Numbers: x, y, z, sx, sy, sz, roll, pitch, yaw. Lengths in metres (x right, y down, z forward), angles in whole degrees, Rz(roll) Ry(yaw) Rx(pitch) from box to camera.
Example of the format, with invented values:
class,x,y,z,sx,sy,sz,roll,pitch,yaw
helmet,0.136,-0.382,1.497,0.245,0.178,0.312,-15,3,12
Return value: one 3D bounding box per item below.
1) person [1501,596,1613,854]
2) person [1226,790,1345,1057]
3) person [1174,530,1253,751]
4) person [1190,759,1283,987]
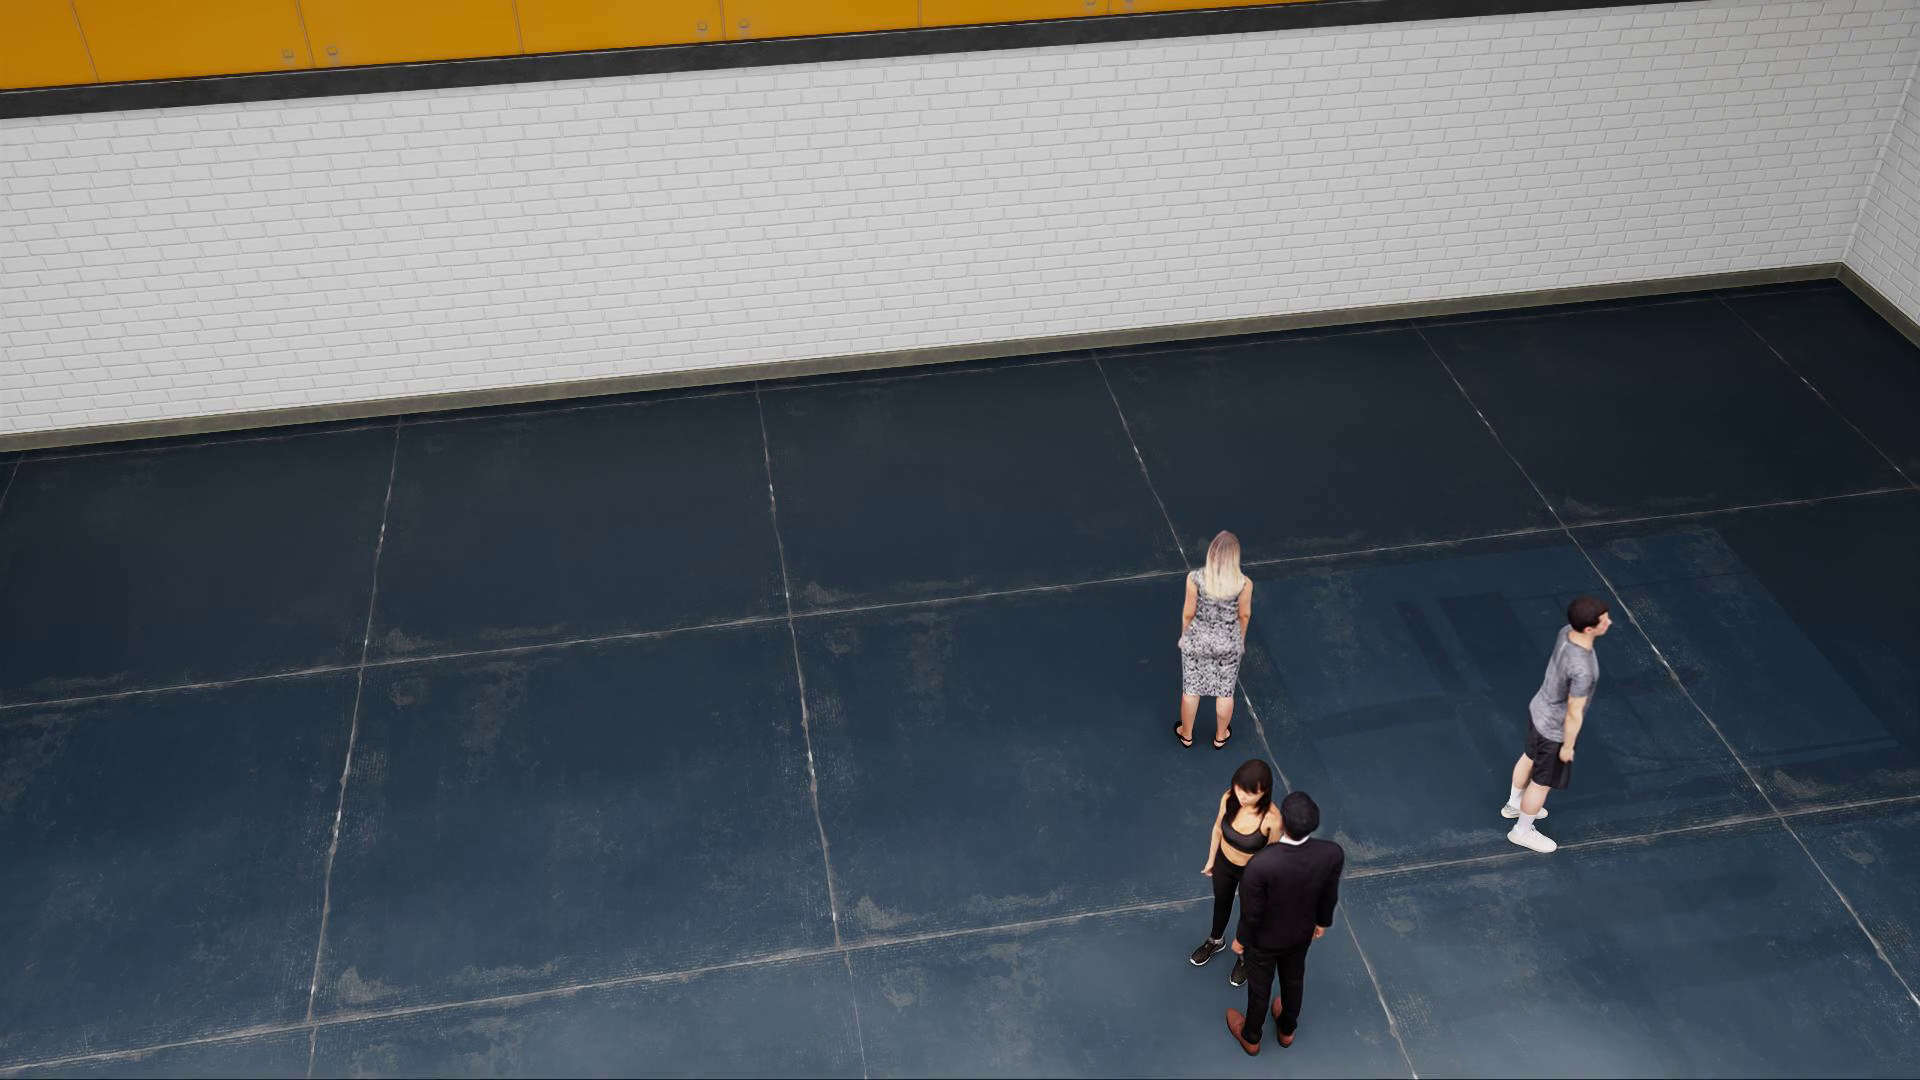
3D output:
class,x,y,z,sx,sy,sz,roll,pitch,yaw
person,3.542,1.063,9.906,0.775,1.871,0.607,5,39,6
person,1.676,2.021,8.699,0.705,1.882,0.560,-10,40,-12
person,1.595,0.658,10.549,0.630,1.703,0.596,5,39,7
person,1.560,1.800,9.166,0.615,1.643,0.679,24,45,27
